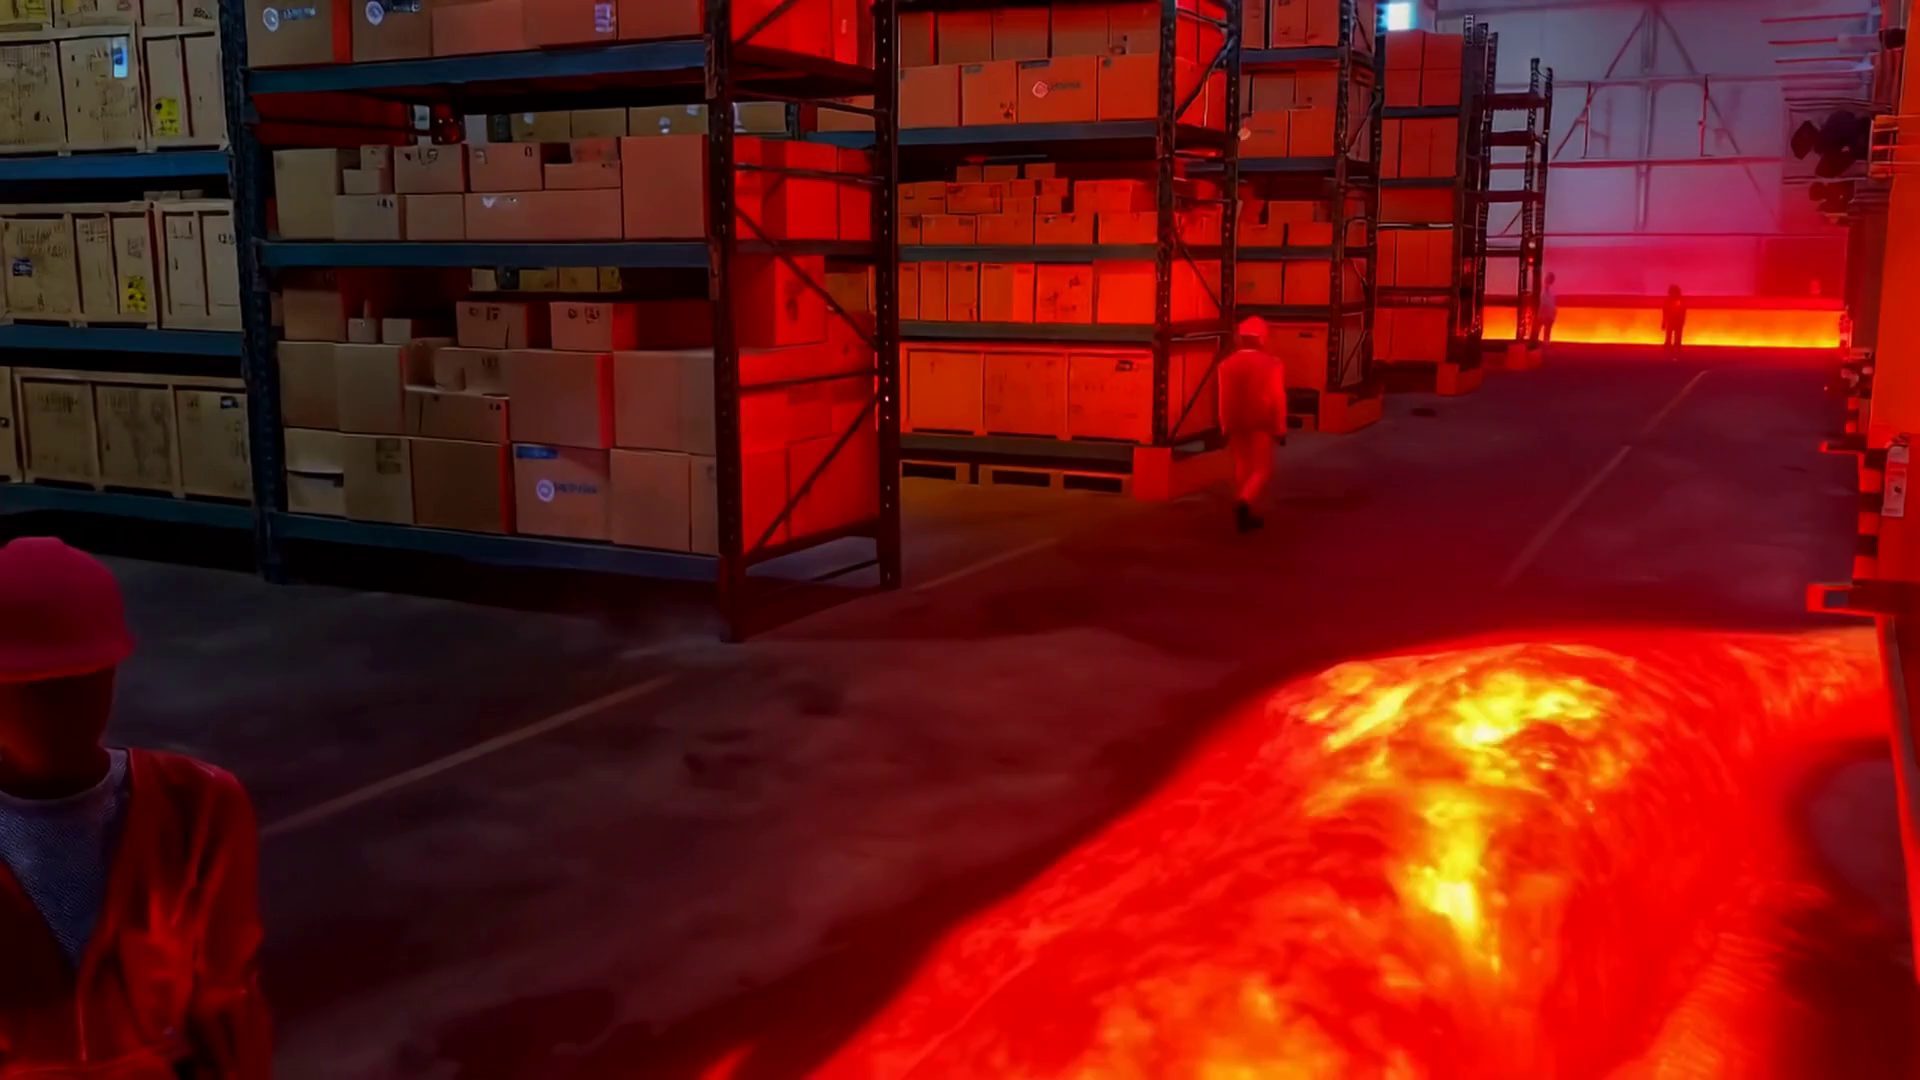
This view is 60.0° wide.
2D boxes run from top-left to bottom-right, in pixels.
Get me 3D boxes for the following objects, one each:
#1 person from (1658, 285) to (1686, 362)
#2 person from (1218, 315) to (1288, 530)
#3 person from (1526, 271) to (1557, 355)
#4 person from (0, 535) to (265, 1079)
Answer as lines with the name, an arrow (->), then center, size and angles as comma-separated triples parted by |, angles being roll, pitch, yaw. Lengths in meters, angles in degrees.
person -> 15.354, -4.657, 35.802 | 0.308, 1.640, 0.511 | -8, 13, -39
person -> 2.414, -0.955, 13.845 | 0.606, 1.817, 0.627 | 7, 12, 37
person -> 13.348, -5.201, 38.185 | 0.784, 1.909, 0.588 | -4, 11, -21
person -> -1.293, 0.950, 2.465 | 0.545, 1.942, 0.349 | -7, 12, -34
